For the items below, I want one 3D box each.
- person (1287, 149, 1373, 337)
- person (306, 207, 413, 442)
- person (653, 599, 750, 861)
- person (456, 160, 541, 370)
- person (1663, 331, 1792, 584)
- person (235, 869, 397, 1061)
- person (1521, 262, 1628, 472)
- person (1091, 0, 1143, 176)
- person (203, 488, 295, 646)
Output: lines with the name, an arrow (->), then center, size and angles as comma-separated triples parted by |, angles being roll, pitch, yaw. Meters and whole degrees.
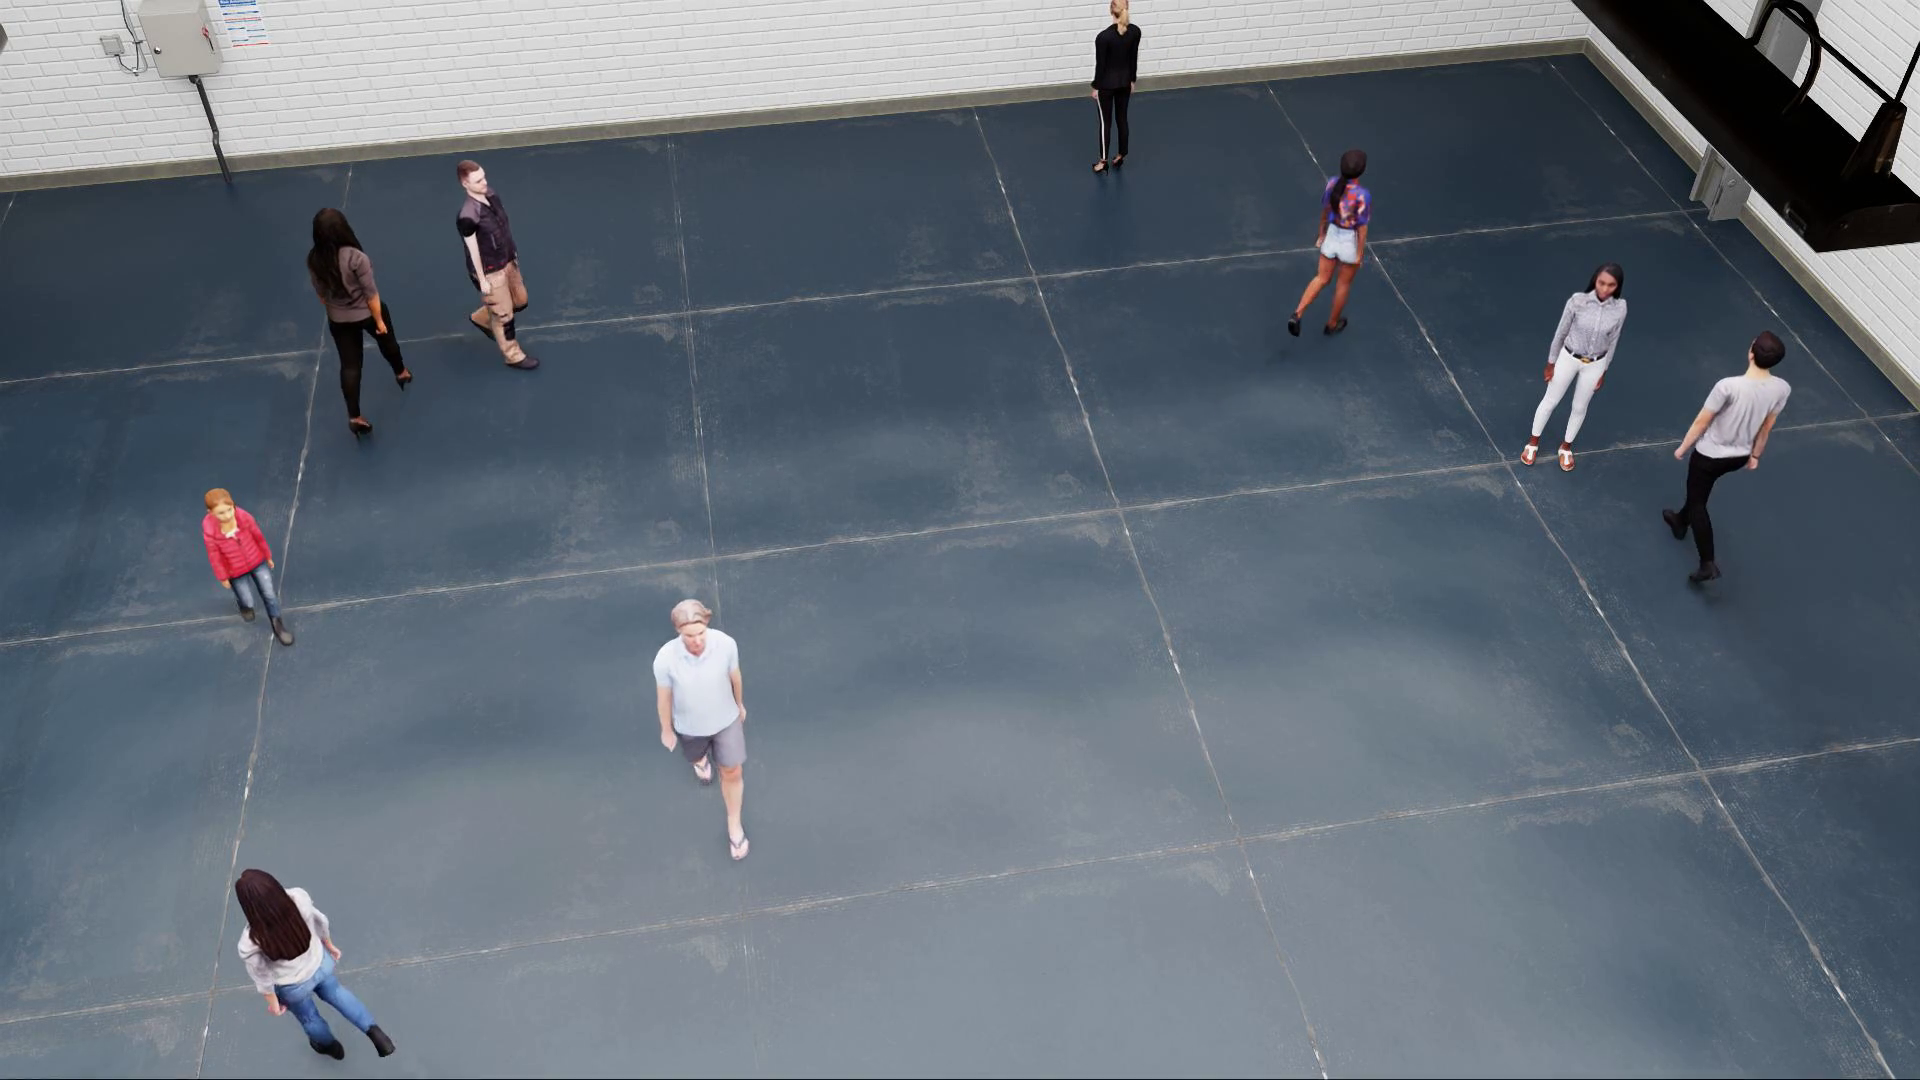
person -> 2.940, -2.272, 13.071 | 0.931, 1.724, 0.959 | -31, 51, -28
person -> -4.488, -1.558, 12.270 | 0.828, 1.795, 1.178 | 3, 44, 3
person -> -1.489, 0.963, 9.617 | 0.735, 1.804, 1.144 | -11, 45, -11
person -> -3.685, -2.128, 12.845 | 0.941, 1.826, 0.937 | 11, 45, 11
person -> 5.132, -0.519, 11.153 | 0.744, 1.831, 1.126 | -7, 44, -7
person -> -3.272, 2.229, 8.422 | 0.923, 1.618, 0.894 | 19, 47, 19
person -> 4.469, -1.264, 12.012 | 0.663, 1.725, 0.657 | 10, 45, 10
person -> 1.393, -4.087, 14.988 | 0.667, 1.707, 0.626 | -18, 46, -18
person -> -4.687, 0.139, 10.844 | 0.710, 1.305, 0.815 | -32, 52, -29
